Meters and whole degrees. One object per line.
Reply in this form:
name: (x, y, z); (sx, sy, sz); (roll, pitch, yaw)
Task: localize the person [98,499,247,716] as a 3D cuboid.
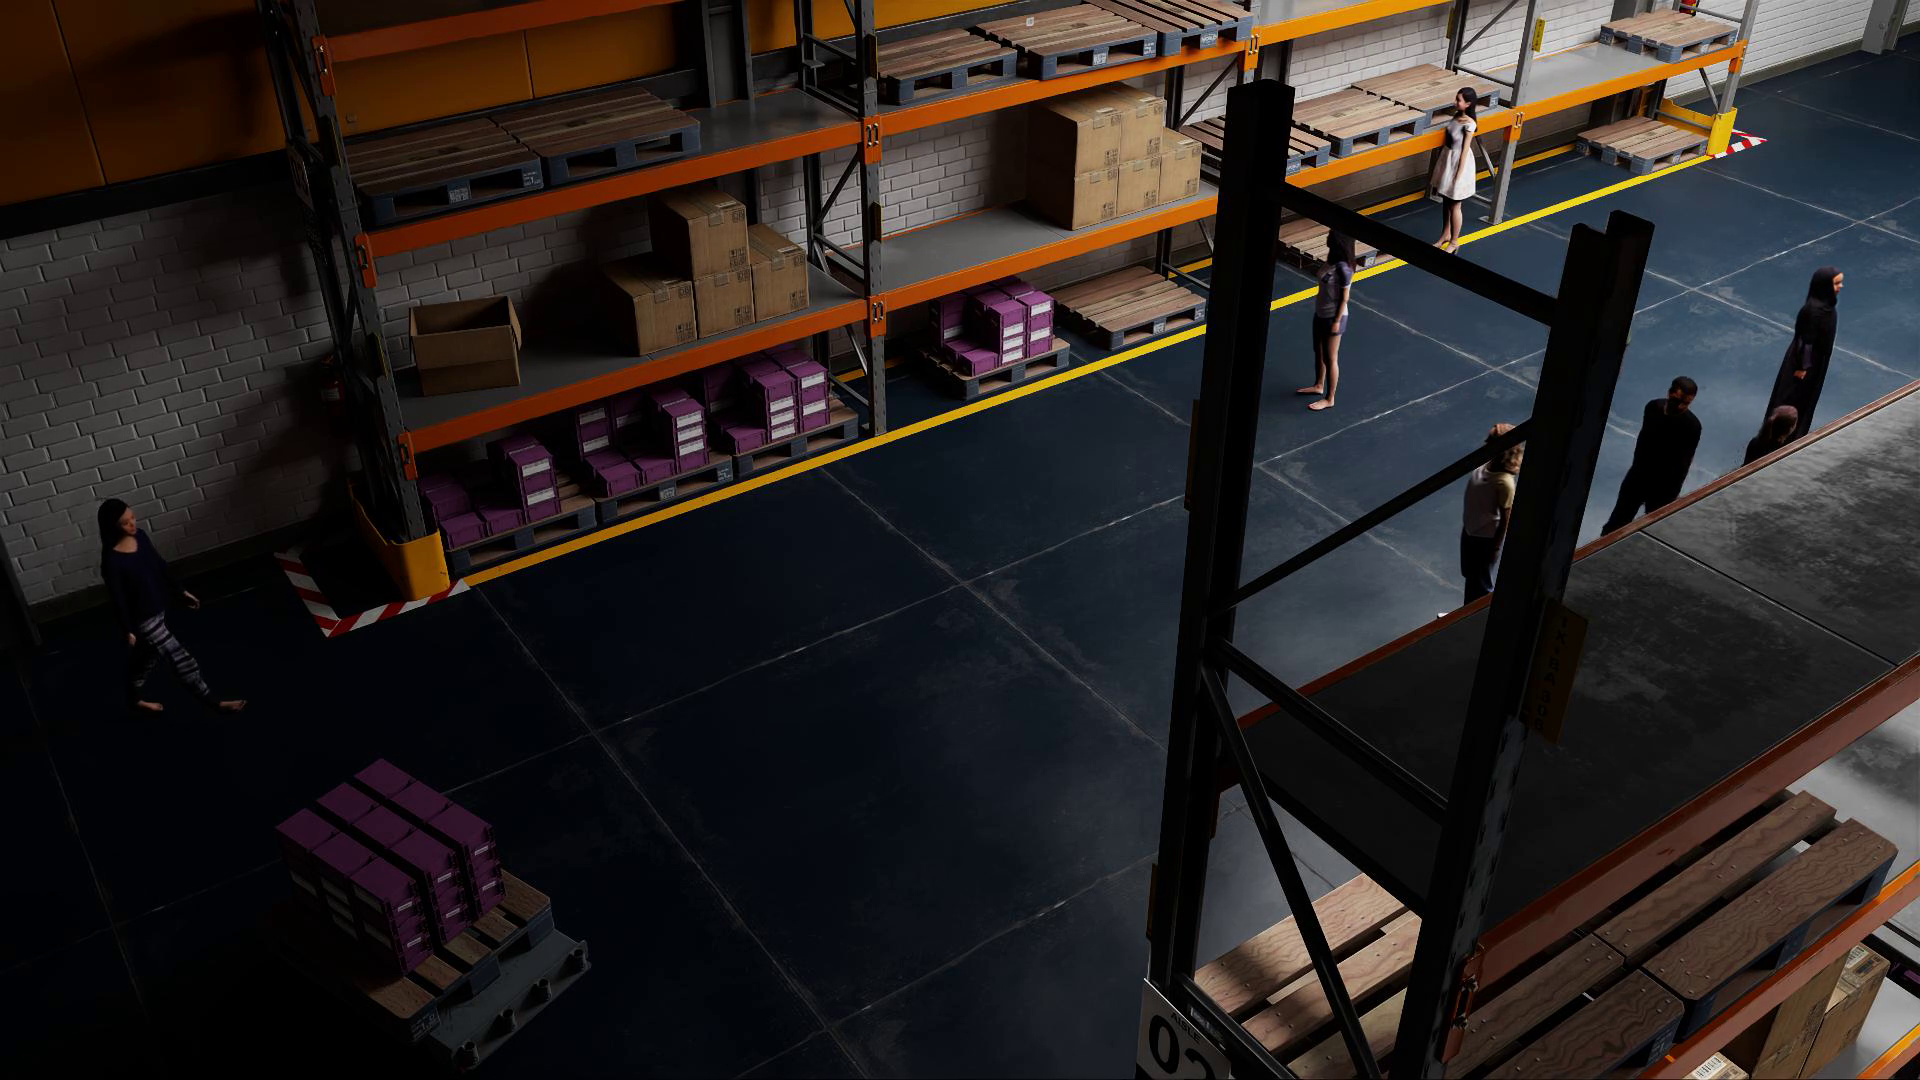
person: (-5.329, 0.473, 10.728); (1.157, 1.687, 1.010); (0, 34, 1)

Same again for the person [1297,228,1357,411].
person: (3.197, -1.955, 14.364); (0.663, 1.706, 0.671); (-5, 34, -8)

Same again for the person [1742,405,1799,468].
person: (5.688, -0.244, 11.952); (1.054, 1.526, 0.606); (-18, 38, -25)

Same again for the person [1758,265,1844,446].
person: (7.014, -1.516, 13.786); (0.710, 1.614, 0.598); (26, 41, 33)

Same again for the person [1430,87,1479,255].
person: (5.070, -3.770, 17.037); (0.797, 1.769, 0.774); (-3, 34, -5)

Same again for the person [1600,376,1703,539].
person: (5.105, -0.442, 12.074); (0.939, 1.720, 0.716); (-16, 37, -23)

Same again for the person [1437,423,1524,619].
person: (3.620, -0.045, 11.476); (0.724, 1.722, 0.714); (-2, 34, -2)
